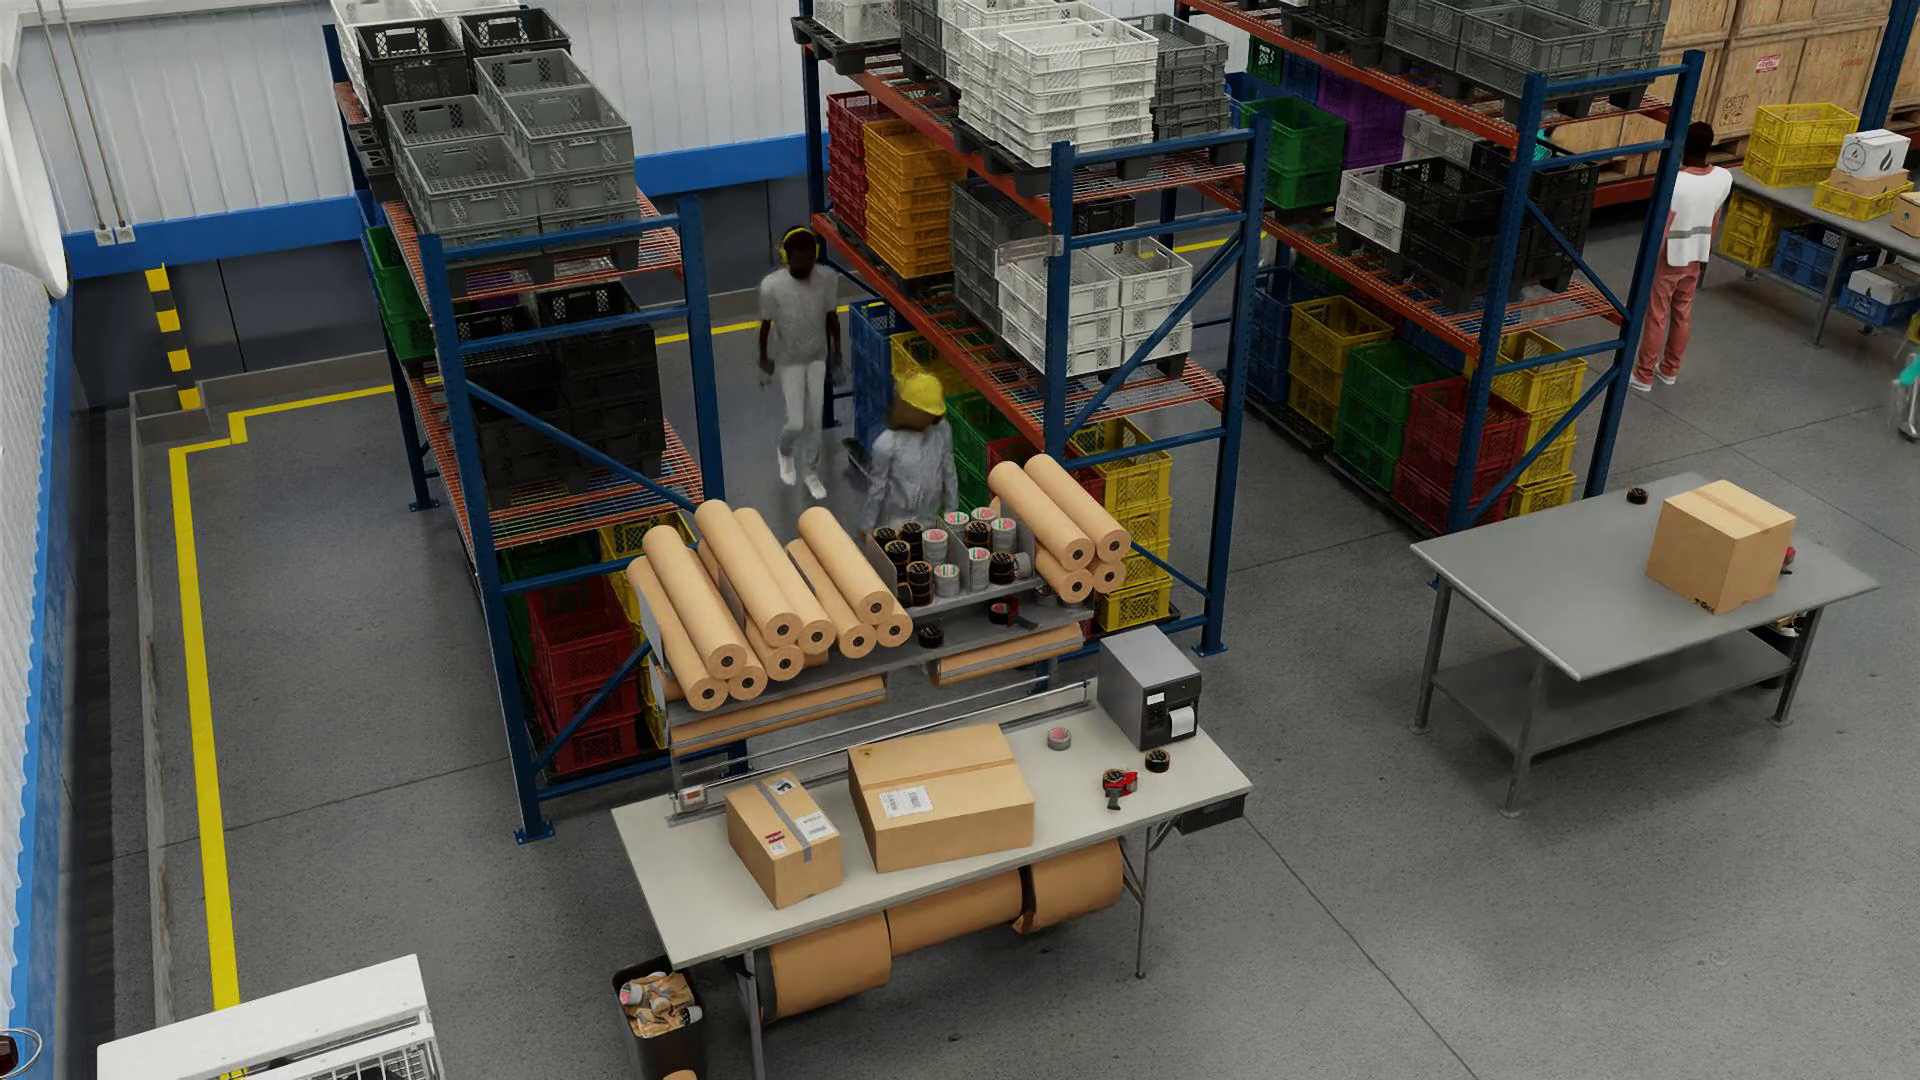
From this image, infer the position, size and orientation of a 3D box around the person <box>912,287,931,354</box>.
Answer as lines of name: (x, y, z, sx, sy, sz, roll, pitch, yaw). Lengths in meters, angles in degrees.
person: (-0.275, -1.998, 11.703, 0.335, 1.859, 0.502, 11, 33, 18)

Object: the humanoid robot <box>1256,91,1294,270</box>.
humanoid robot: (2.596, -2.908, 13.406, 0.728, 1.900, 0.549, -27, 41, -37)

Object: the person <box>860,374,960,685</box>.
person: (-0.236, -0.118, 8.799, 0.493, 1.687, 0.846, -24, 39, -33)

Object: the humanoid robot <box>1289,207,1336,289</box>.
humanoid robot: (2.735, -2.429, 12.598, 0.765, 1.629, 0.602, 8, 33, 13)

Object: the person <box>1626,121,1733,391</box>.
person: (4.980, -1.948, 11.566, 0.587, 1.914, 0.393, -12, 34, -19)

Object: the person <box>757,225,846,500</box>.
person: (-0.971, -1.084, 10.237, 0.510, 1.843, 0.419, -14, 34, -22)

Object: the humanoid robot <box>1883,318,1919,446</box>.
humanoid robot: (6.402, -1.391, 10.904, 0.540, 1.852, 0.776, -7, 32, -11)

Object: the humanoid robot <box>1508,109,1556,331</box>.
humanoid robot: (4.381, -2.398, 12.514, 0.533, 1.787, 1.013, -17, 36, -26)
